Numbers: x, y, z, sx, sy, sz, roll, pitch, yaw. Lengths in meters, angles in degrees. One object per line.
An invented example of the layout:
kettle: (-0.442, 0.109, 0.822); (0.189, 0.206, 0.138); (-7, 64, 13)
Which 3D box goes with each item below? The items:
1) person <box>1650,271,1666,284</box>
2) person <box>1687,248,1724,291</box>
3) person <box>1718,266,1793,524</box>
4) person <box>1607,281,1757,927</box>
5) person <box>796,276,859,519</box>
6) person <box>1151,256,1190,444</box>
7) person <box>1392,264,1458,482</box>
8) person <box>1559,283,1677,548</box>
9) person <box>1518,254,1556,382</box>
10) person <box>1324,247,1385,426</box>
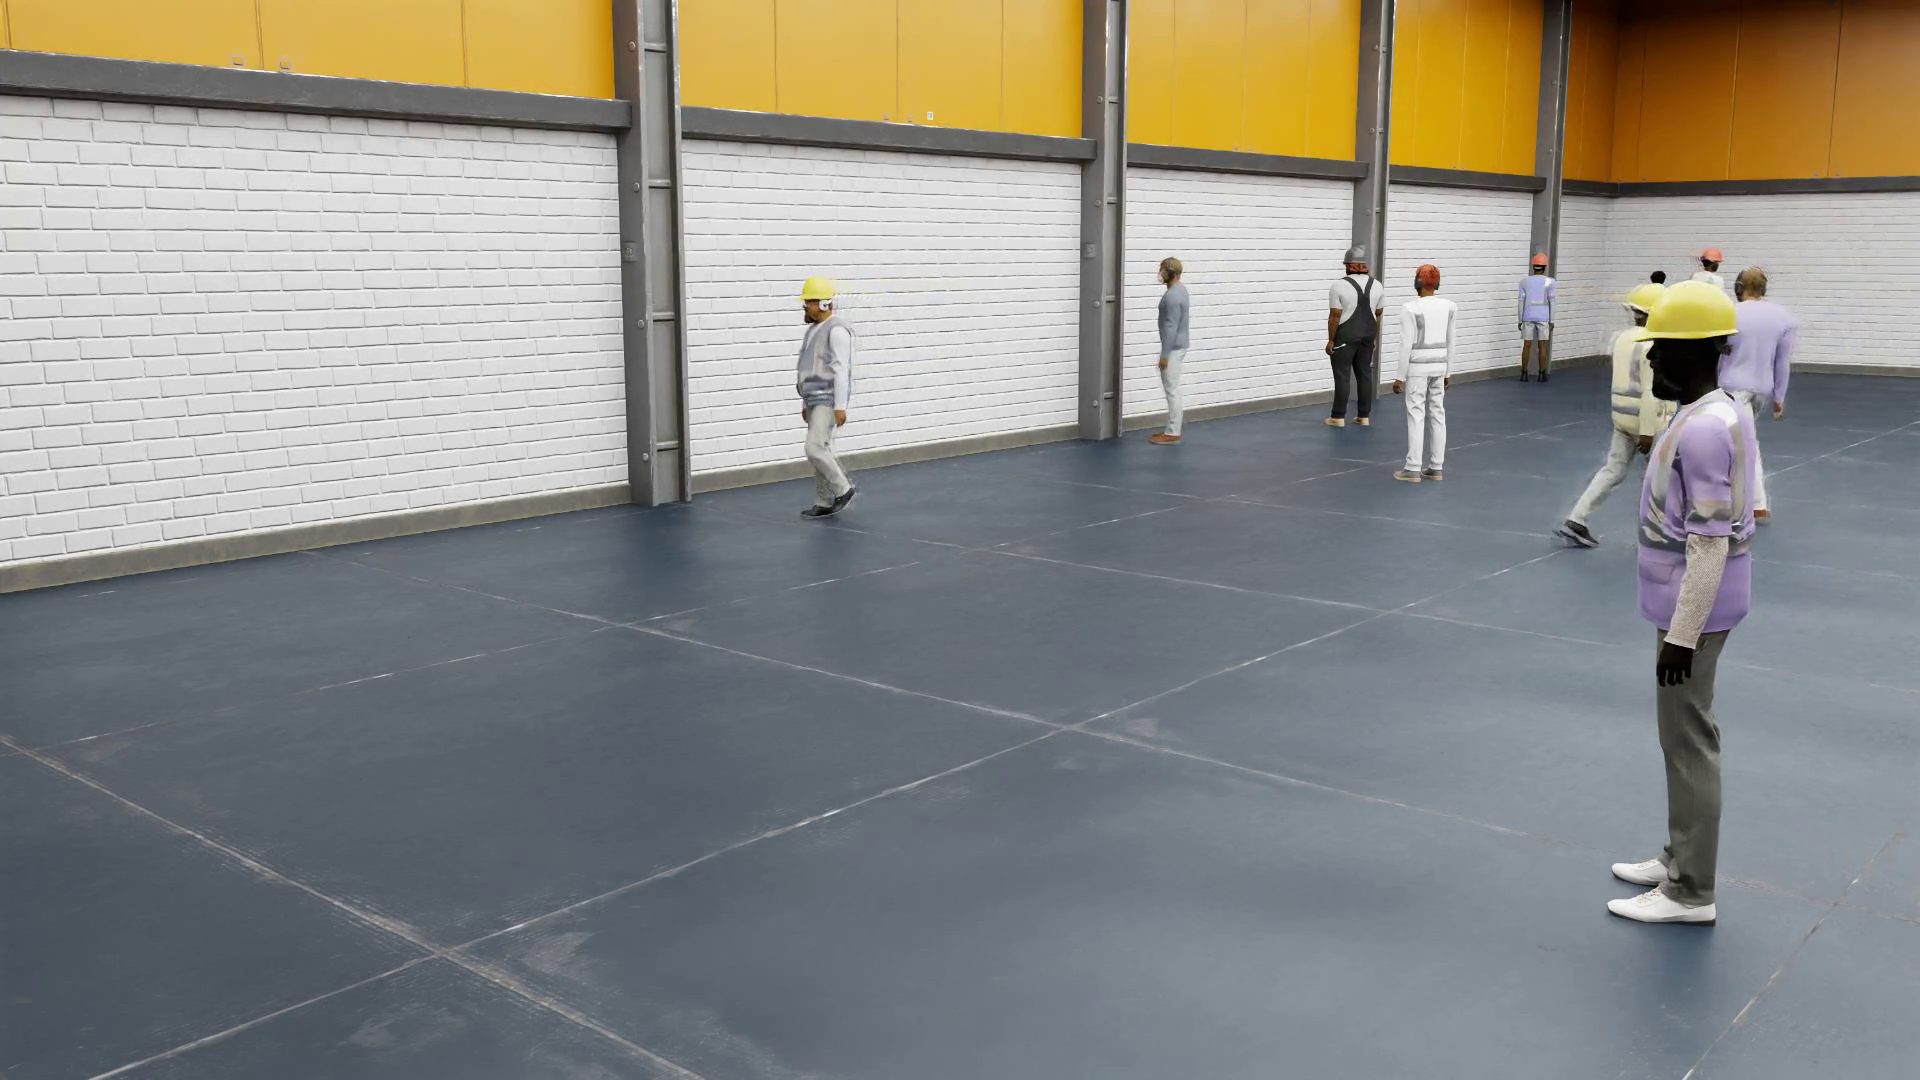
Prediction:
person: (10.493, -3.215, 25.121); (0.537, 1.675, 0.642); (3, 10, 17)
person: (10.649, -3.129, 23.638); (0.676, 2.022, 0.649); (-3, 10, -18)
person: (5.837, -1.098, 12.479); (0.649, 1.885, 1.025); (-2, 10, -11)
person: (2.160, 0.195, 4.994); (0.382, 1.924, 0.594); (5, 11, 25)
person: (-1.025, -1.039, 12.330); (0.432, 1.813, 0.614); (-5, 11, -25)
person: (2.194, -1.958, 17.226); (0.365, 1.939, 0.634); (2, 10, 12)
person: (4.028, -1.442, 14.443); (0.574, 1.883, 0.355); (-4, 11, -22)
person: (4.491, -0.813, 11.111); (0.902, 1.799, 0.602); (-1, 10, -4)
person: (8.734, -3.358, 25.195); (0.551, 1.937, 0.357); (5, 11, 26)
person: (4.446, -2.317, 18.973); (0.688, 2.000, 0.538); (-4, 11, -20)
